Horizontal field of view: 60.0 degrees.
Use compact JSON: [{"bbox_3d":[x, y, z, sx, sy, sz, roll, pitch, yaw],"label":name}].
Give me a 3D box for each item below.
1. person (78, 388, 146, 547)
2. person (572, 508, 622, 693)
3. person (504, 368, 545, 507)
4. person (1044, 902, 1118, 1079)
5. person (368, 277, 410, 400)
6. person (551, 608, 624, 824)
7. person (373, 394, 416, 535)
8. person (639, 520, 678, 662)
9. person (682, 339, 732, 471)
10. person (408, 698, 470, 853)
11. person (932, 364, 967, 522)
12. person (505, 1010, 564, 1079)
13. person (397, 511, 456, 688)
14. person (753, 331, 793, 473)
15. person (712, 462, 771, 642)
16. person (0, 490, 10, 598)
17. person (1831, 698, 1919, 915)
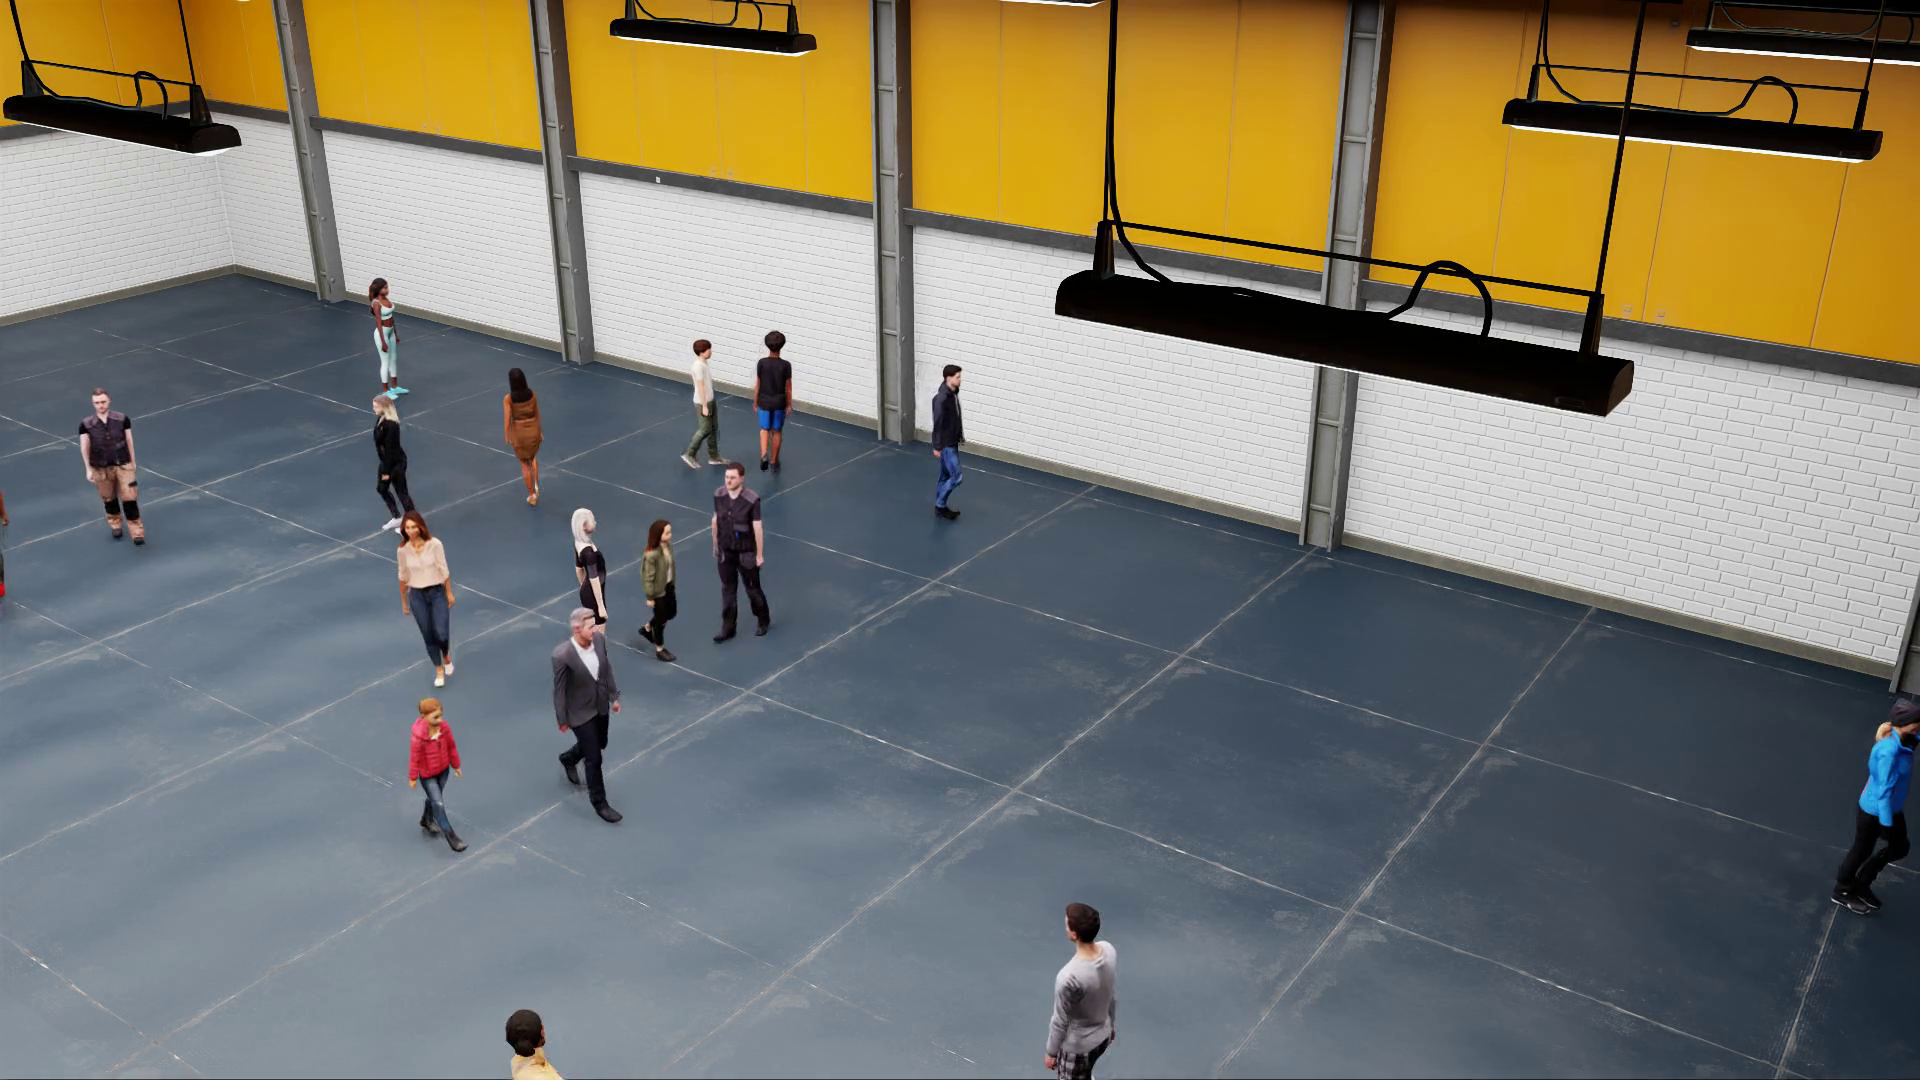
[{"bbox_3d":[-9.484,-0.834,18.573,1.032,1.794,1.263,-12,26,-25],"label":"person"},{"bbox_3d":[-3.392,0.558,15.344,0.719,1.829,0.586,-13,27,-26],"label":"person"},{"bbox_3d":[-5.066,-1.188,19.532,0.658,1.675,0.688,-17,29,-34],"label":"person"},{"bbox_3d":[0.799,2.973,9.809,0.713,1.837,0.665,19,30,37],"label":"person"},{"bbox_3d":[-8.024,-2.829,23.229,0.661,1.721,0.652,3,24,8],"label":"person"},{"bbox_3d":[-3.080,1.354,13.556,1.108,1.803,0.697,15,28,31],"label":"person"},{"bbox_3d":[-6.303,-0.865,18.798,0.778,1.670,0.672,-14,27,-30],"label":"person"},{"bbox_3d":[-2.938,0.475,15.995,0.779,1.461,0.673,10,25,21],"label":"person"},{"bbox_3d":[-3.217,-1.701,20.721,0.915,1.663,0.787,3,24,6],"label":"person"},{"bbox_3d":[-4.195,1.817,13.153,0.892,1.278,0.546,17,29,33],"label":"person"},{"bbox_3d":[-0.232,-1.133,19.154,0.741,1.877,0.766,7,24,15],"label":"person"},{"bbox_3d":[-2.289,3.369,9.174,0.881,1.621,0.714,-6,24,-13],"label":"person"},{"bbox_3d":[-4.955,0.504,15.530,0.766,1.779,0.826,-5,24,-10],"label":"person"},{"bbox_3d":[-2.305,-1.657,20.482,0.912,1.772,0.943,-1,24,-3],"label":"person"},{"bbox_3d":[-2.162,0.084,16.391,0.814,1.859,0.861,11,26,23],"label":"person"},{"bbox_3d":[-10.091,-0.205,17.134,0.818,1.794,0.934,-15,28,-30],"label":"person"},{"bbox_3d":[6.663,1.951,12.216,0.696,1.782,0.715,-18,29,-35],"label":"person"}]
